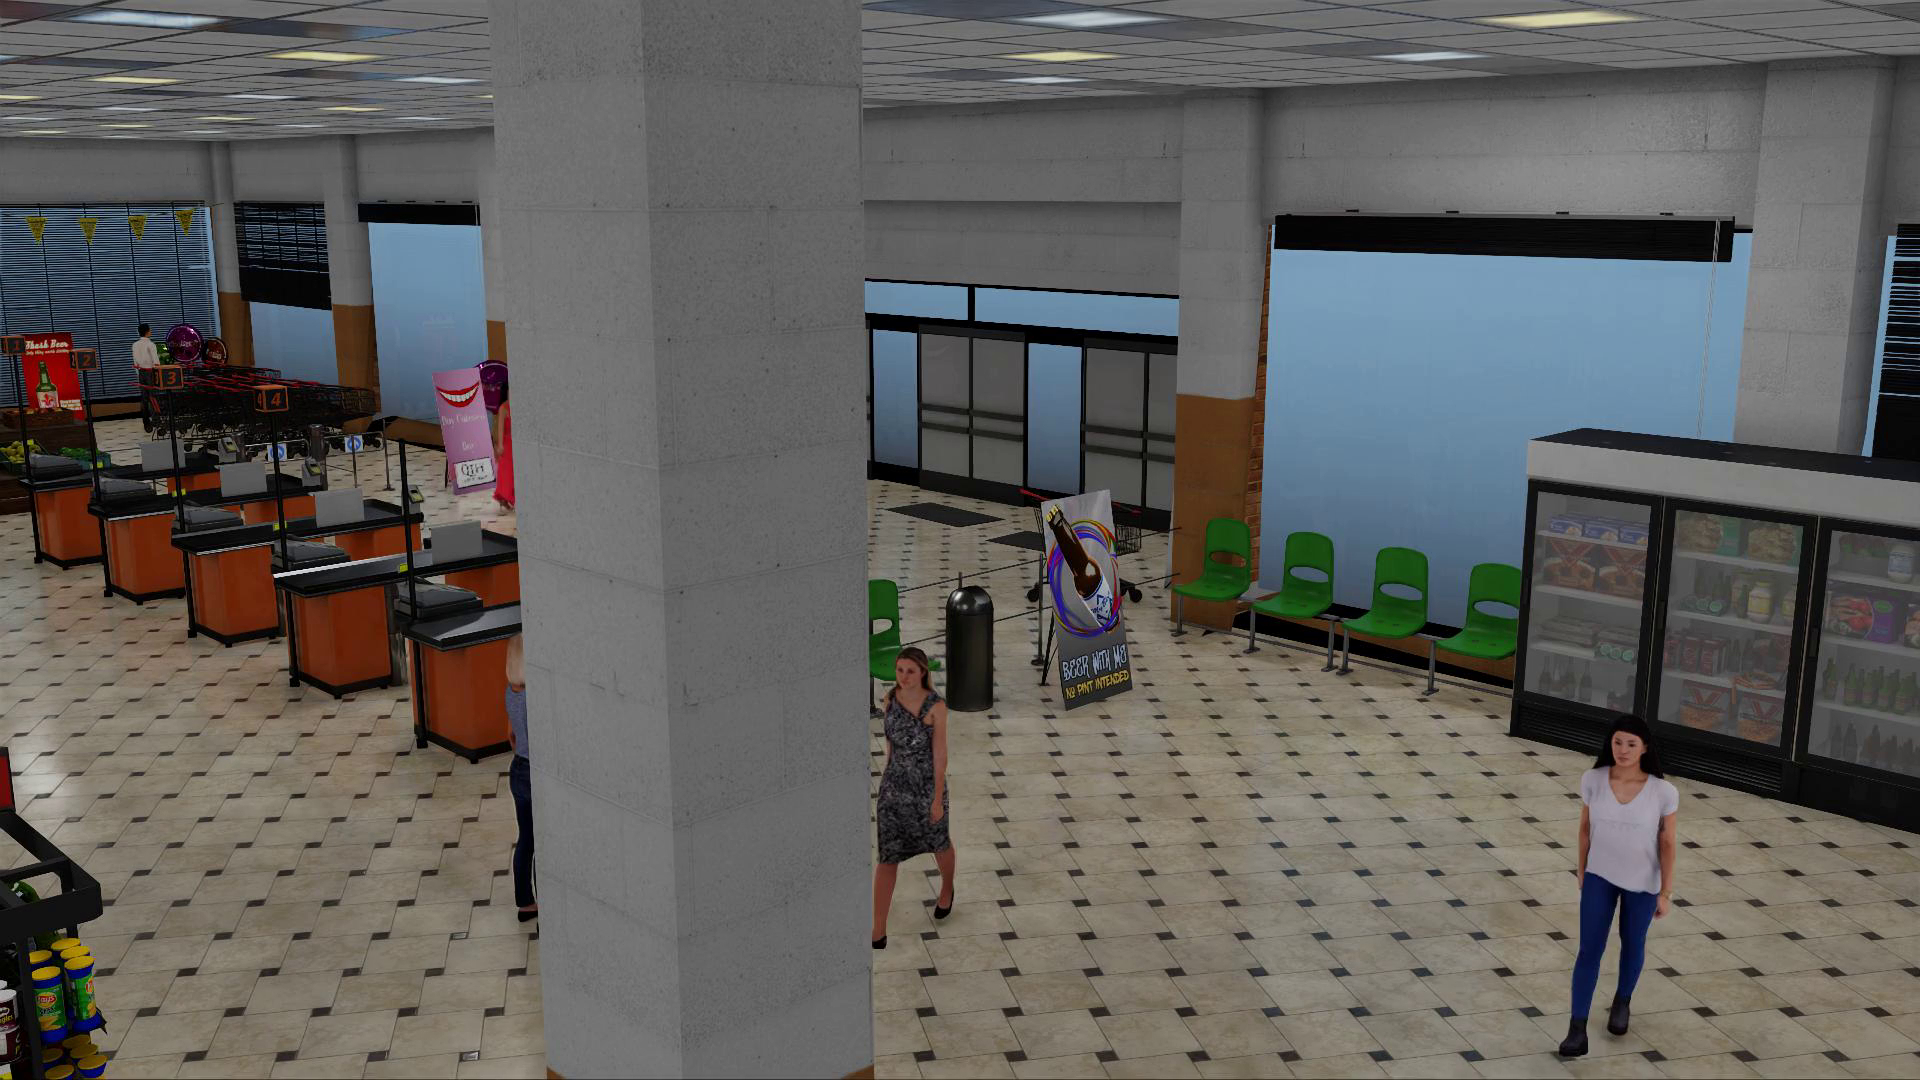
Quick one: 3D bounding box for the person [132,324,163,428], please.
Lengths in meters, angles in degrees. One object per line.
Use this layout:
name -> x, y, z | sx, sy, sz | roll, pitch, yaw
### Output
person -> -14.338, -2.907, 29.363 | 0.743, 1.811, 0.727 | 4, 12, 17

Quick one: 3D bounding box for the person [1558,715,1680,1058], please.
person -> 3.237, 1.656, 8.078 | 0.784, 1.653, 1.058 | 6, 14, 28

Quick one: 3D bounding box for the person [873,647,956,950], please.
person -> -0.193, 1.406, 9.264 | 0.832, 1.654, 1.248 | 6, 13, 26
